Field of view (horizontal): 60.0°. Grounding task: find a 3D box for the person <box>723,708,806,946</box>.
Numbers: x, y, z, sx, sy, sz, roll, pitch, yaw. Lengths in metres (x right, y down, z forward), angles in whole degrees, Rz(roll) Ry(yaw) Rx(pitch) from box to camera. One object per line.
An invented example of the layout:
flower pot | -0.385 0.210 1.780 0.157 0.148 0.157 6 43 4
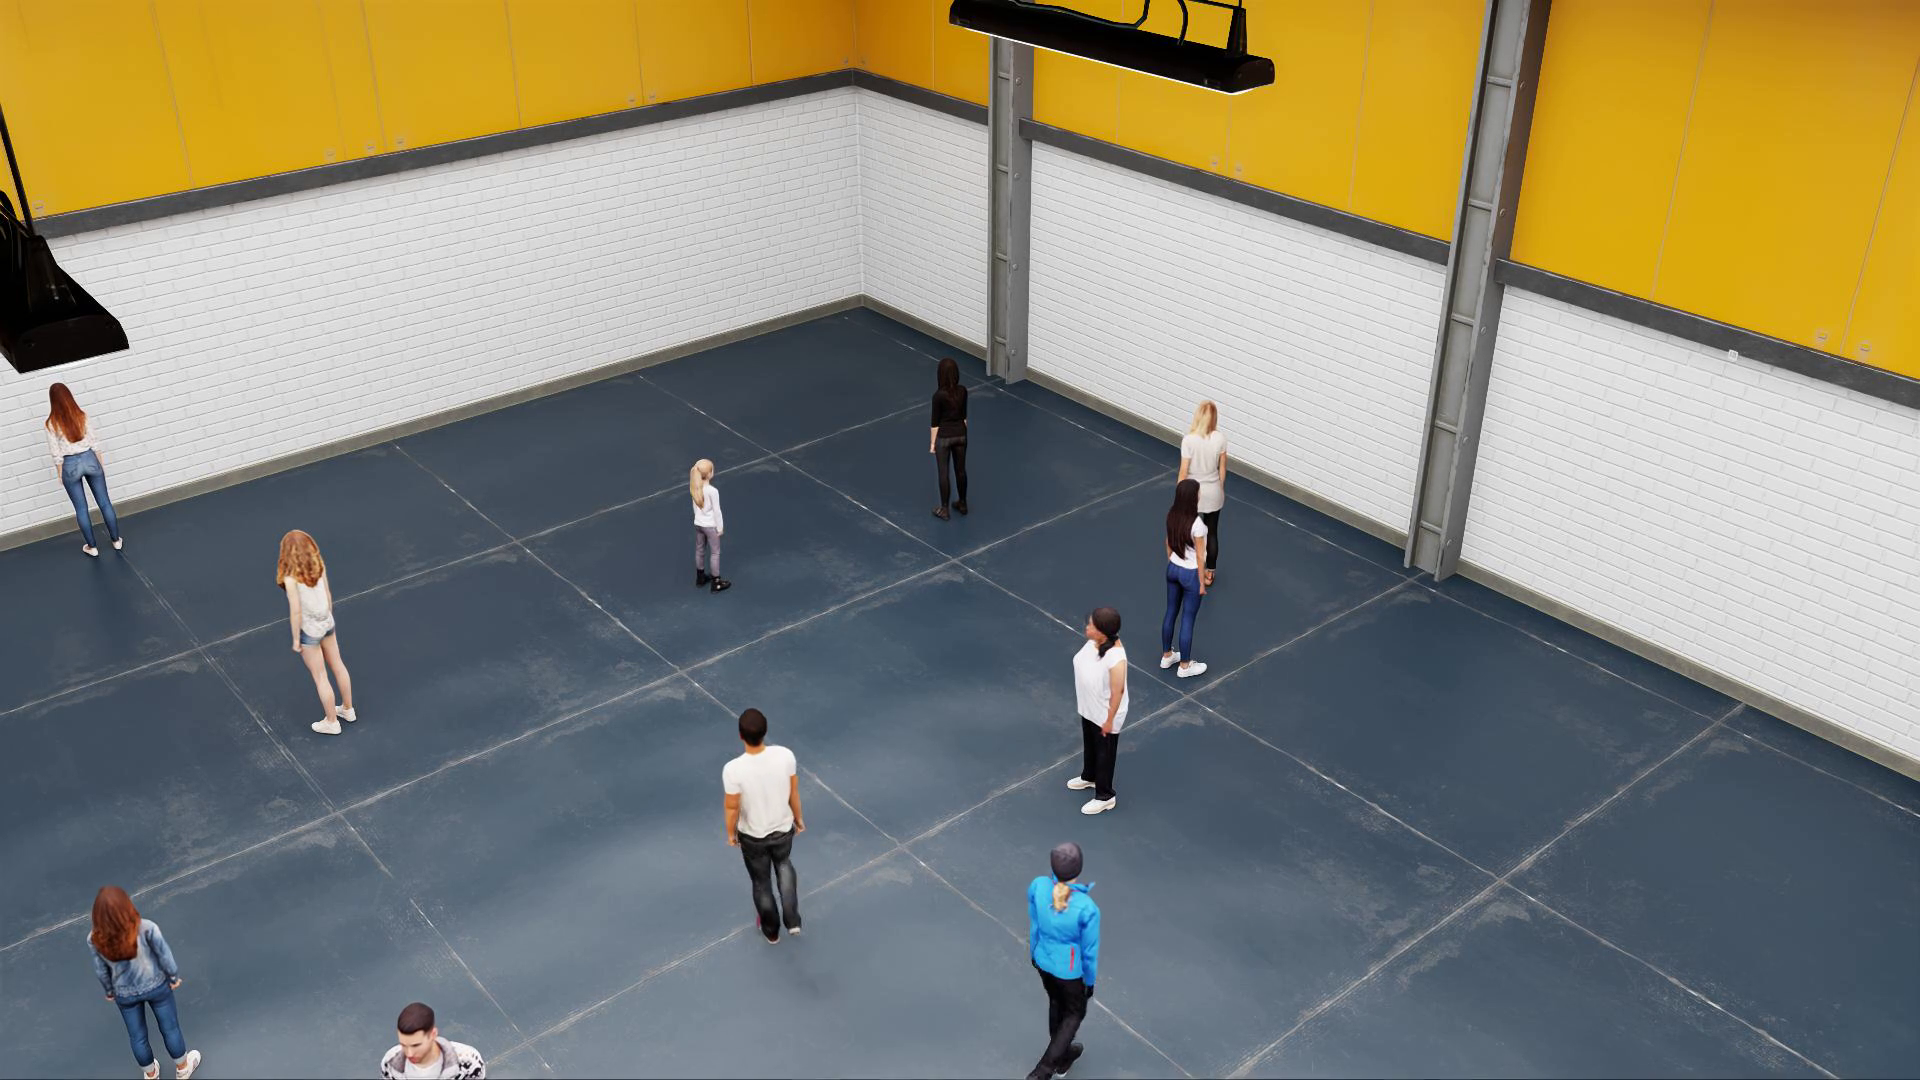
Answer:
person | -1.221 1.901 10.705 0.734 1.795 0.774 -13 31 -23

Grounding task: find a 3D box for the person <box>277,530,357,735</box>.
person | -4.990 0.709 12.926 0.657 1.759 0.647 12 31 20

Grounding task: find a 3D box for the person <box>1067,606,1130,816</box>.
person | 1.009 1.204 12.095 0.814 1.687 0.706 -6 29 -11

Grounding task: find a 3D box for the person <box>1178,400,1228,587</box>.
person | 2.166 -0.401 14.892 0.691 1.826 0.699 -4 29 -8

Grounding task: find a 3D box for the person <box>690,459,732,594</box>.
person | -2.286 -0.137 14.982 0.479 1.275 0.585 20 34 32

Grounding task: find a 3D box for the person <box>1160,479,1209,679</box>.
person | 1.839 0.304 13.653 0.666 1.775 0.479 -18 33 -29

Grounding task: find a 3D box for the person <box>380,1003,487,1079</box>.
person | -2.633 3.069 8.495 0.764 1.860 0.794 0 29 -1

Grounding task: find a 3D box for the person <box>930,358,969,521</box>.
person | -0.080 -0.991 16.167 0.589 1.640 0.555 -15 32 -26

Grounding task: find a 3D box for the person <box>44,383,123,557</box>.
person | -8.185 -0.669 15.486 0.569 1.728 0.502 -21 35 -33

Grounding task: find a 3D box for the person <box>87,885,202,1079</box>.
person | -4.802 2.609 9.738 0.634 1.477 0.630 -8 30 -13

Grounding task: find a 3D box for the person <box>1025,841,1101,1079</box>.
person | 0.550 2.514 9.594 0.960 1.782 0.836 18 33 30
